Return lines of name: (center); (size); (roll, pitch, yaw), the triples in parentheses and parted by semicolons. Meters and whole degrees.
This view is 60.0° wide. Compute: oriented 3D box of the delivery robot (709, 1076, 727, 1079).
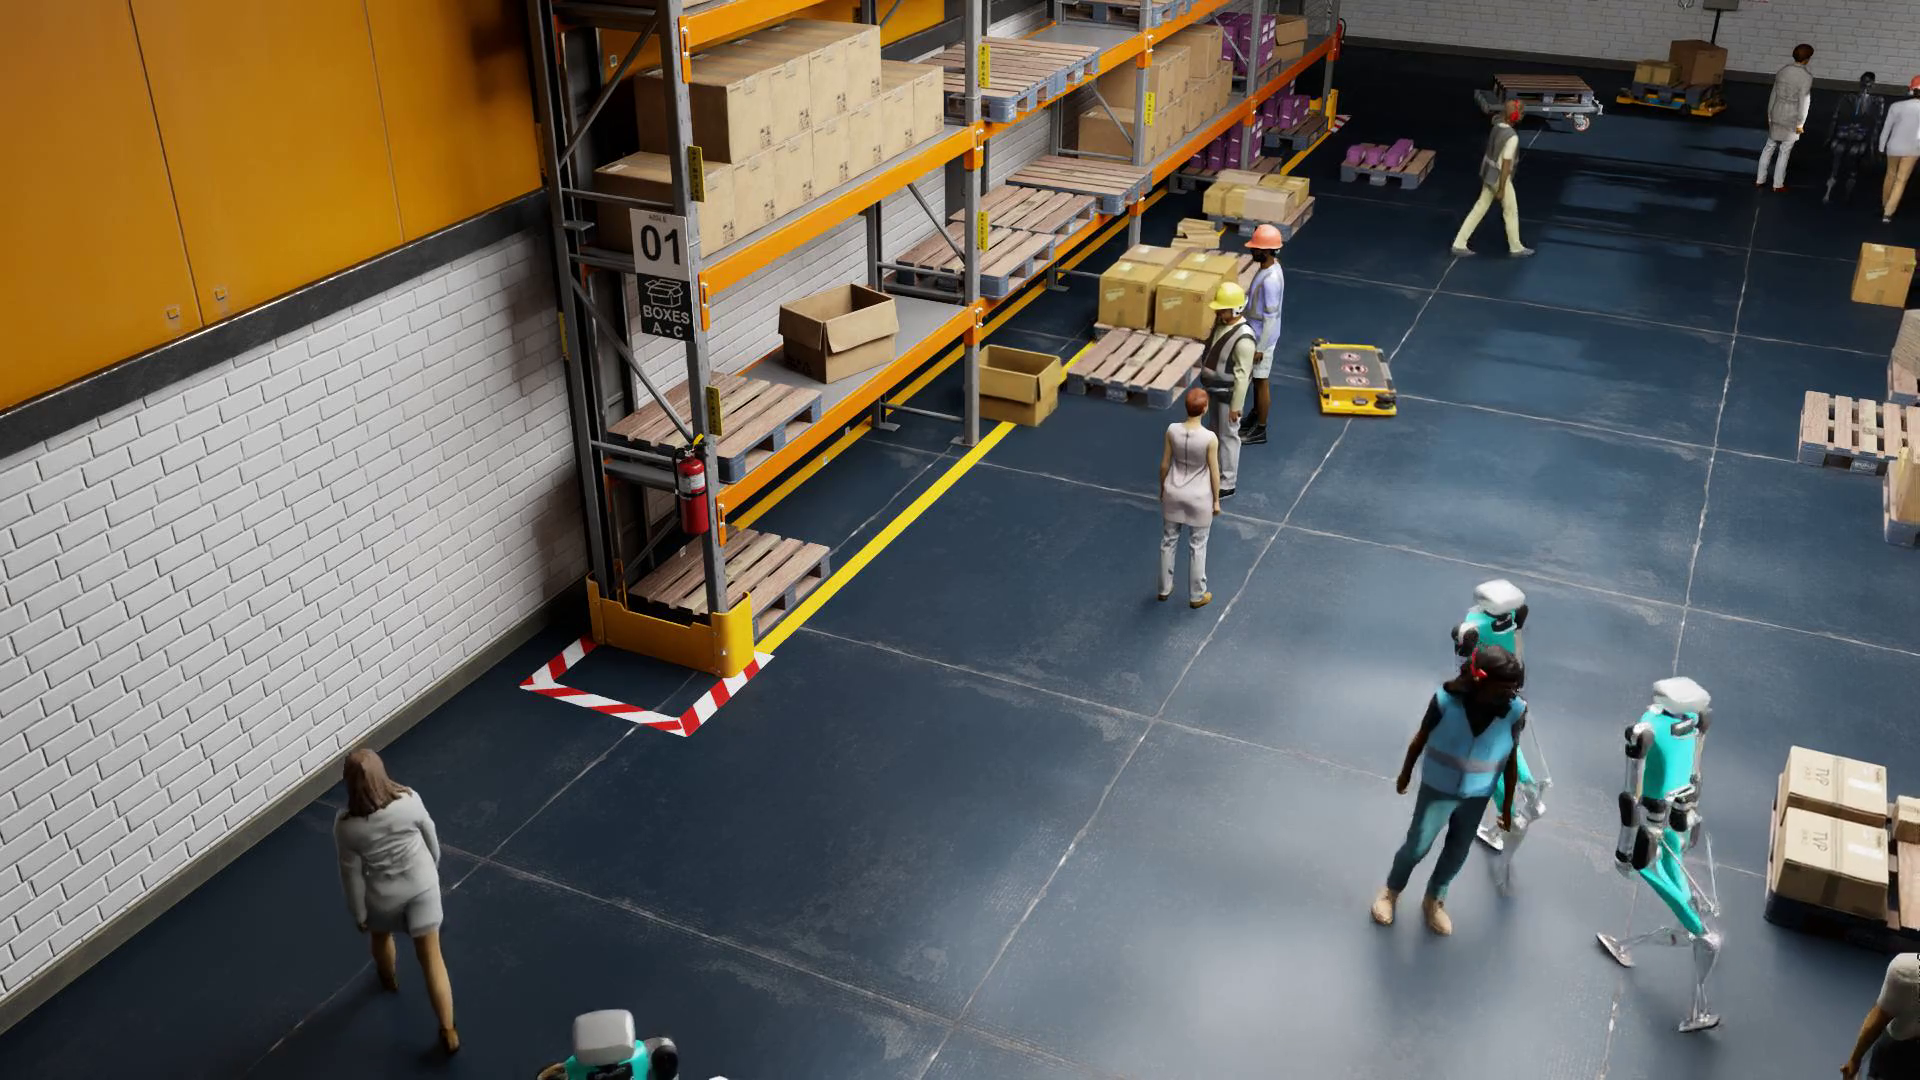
delivery robot: (-1.025, 2.771, 7.309); (0.520, 0.613, 0.784); (-14, 31, -24)

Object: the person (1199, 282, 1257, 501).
person: (2.119, -1.198, 13.316); (0.403, 1.824, 0.591); (-6, 29, -11)

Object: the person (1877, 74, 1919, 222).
person: (11.337, -4.709, 19.947); (0.569, 1.699, 0.907); (18, 33, 30)

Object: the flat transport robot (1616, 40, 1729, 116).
flat transport robot: (10.703, -6.619, 25.002); (1.431, 0.231, 0.659); (22, 35, 35)

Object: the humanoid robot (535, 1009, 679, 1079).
humanoid robot: (-1.227, 2.618, 6.293); (0.535, 1.759, 0.671); (-11, 30, -19)

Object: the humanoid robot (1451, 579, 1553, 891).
humanoid robot: (3.050, 1.152, 9.125); (0.552, 1.834, 0.835); (-18, 33, -30)

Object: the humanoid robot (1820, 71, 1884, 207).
humanoid robot: (10.890, -4.893, 20.346); (0.597, 1.646, 0.391); (21, 34, 33)

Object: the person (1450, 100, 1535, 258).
person: (6.038, -4.025, 18.581); (0.963, 1.794, 0.582); (-3, 29, -6)

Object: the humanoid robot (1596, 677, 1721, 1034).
humanoid robot: (3.615, 1.637, 8.177); (0.530, 1.755, 1.002); (-10, 30, -18)

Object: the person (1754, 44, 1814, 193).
person: (10.404, -5.300, 20.913); (0.360, 1.828, 0.514); (-15, 32, -25)

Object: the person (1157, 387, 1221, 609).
person: (1.623, -0.296, 11.811); (0.461, 1.657, 0.269); (15, 32, 25)

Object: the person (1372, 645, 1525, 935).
person: (2.588, 1.303, 8.656); (0.559, 1.837, 0.450); (4, 29, 7)

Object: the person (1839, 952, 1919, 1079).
person: (4.028, 2.229, 6.969); (0.519, 1.813, 0.870); (3, 29, 6)

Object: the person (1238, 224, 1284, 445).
person: (2.552, -1.752, 14.222); (0.354, 1.938, 0.541); (2, 28, 4)

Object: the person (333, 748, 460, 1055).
person: (-2.745, 1.721, 8.117); (0.486, 1.612, 0.897); (-14, 31, -24)

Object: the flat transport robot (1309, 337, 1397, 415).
flat transport robot: (3.667, -1.532, 15.569); (0.659, 0.231, 1.431); (3, 28, 5)
